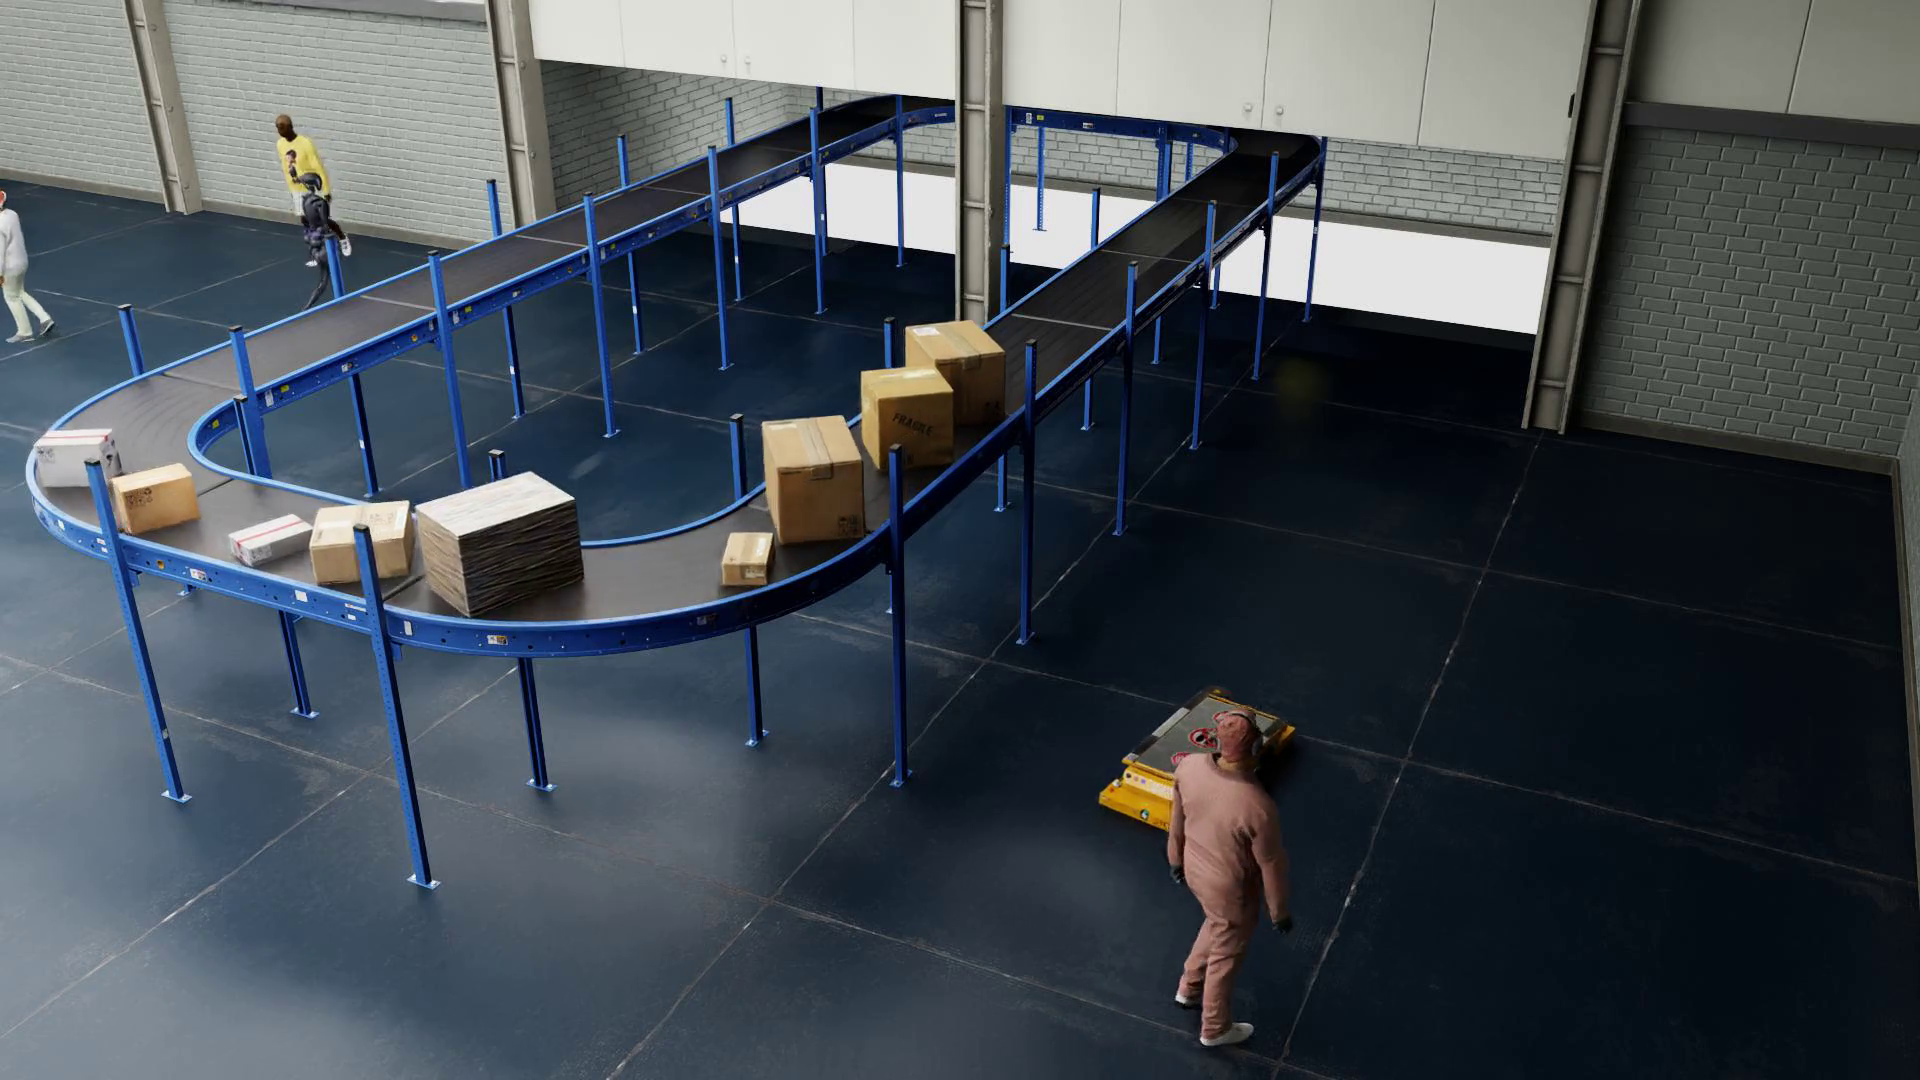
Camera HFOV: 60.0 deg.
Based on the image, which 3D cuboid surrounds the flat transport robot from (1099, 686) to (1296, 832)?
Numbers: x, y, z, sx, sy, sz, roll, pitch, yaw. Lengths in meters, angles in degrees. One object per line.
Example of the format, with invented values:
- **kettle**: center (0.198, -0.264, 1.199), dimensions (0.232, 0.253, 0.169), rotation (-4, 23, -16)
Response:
- **flat transport robot**: center (1.543, 1.400, 10.654), dimensions (0.659, 0.231, 1.431), rotation (18, 32, 32)

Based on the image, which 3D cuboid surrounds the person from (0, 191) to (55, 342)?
- **person**: center (-10.126, -2.946, 17.779), dimensions (0.488, 1.715, 0.600), rotation (-4, 27, -9)

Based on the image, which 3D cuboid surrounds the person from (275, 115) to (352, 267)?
- **person**: center (-7.933, -4.295, 20.335), dimensions (0.567, 1.870, 0.651), rotation (7, 27, 15)

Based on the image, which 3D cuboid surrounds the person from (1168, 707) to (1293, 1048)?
- **person**: center (1.352, 1.696, 8.237), dimensions (0.433, 1.891, 0.700), rotation (-14, 29, -25)

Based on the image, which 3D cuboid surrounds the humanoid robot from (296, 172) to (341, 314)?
- **humanoid robot**: center (-7.188, -3.285, 18.563), dimensions (0.749, 1.638, 0.593), rotation (-20, 33, -35)
